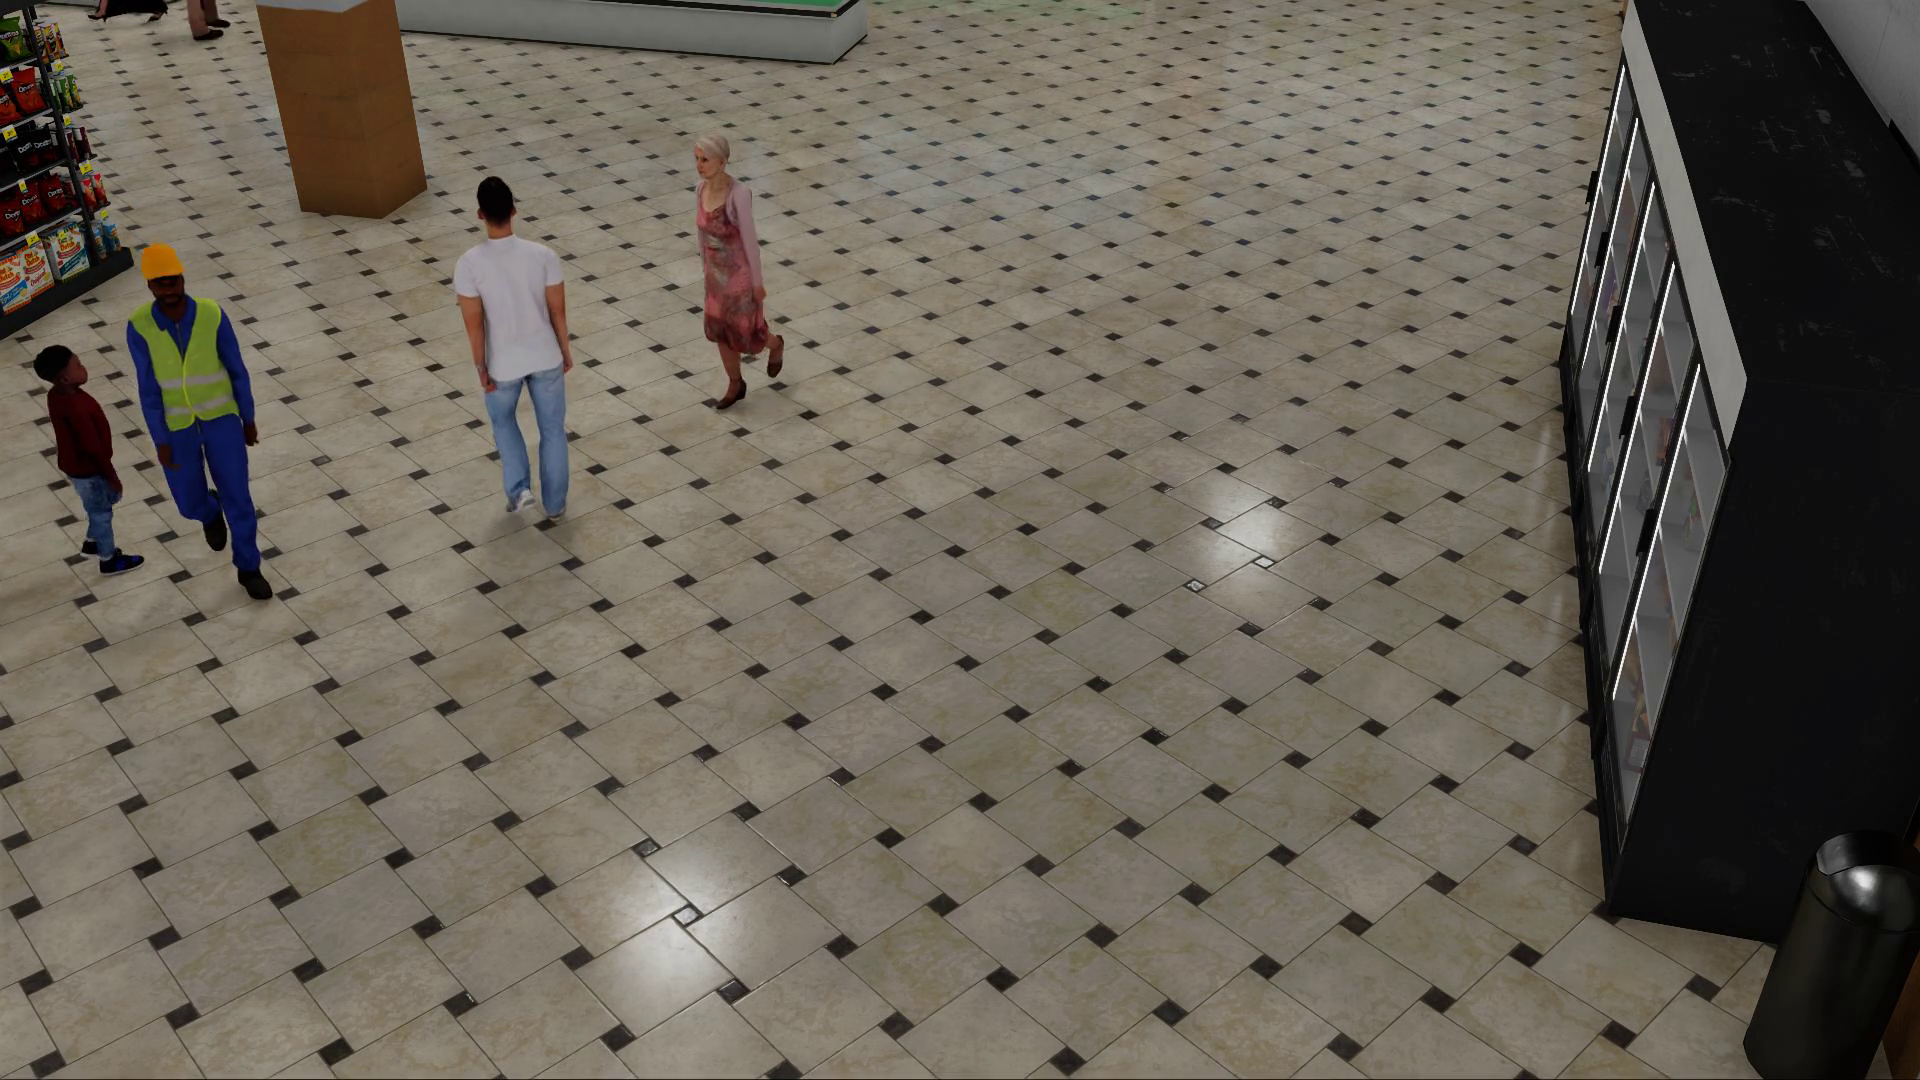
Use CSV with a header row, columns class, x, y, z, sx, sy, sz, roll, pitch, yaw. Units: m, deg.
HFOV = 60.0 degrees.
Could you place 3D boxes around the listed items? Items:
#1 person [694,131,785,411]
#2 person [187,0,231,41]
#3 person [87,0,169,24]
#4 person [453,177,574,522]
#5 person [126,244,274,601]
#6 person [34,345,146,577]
class,x,y,z,sx,sy,sz,roll,pitch,yaw
person,-1.278,-1.571,9.701,0.837,1.673,0.828,25,40,34
person,-7.753,-5.940,16.586,0.942,1.817,0.866,-19,36,-27
person,-8.573,-6.058,17.033,1.168,1.546,0.991,-9,33,-14
person,-2.209,-0.893,8.442,0.790,1.852,0.876,-9,33,-14
person,-3.680,-0.587,8.006,1.004,1.793,1.049,-16,35,-23
person,-4.350,-0.359,8.154,0.668,1.249,0.587,-26,40,-35
